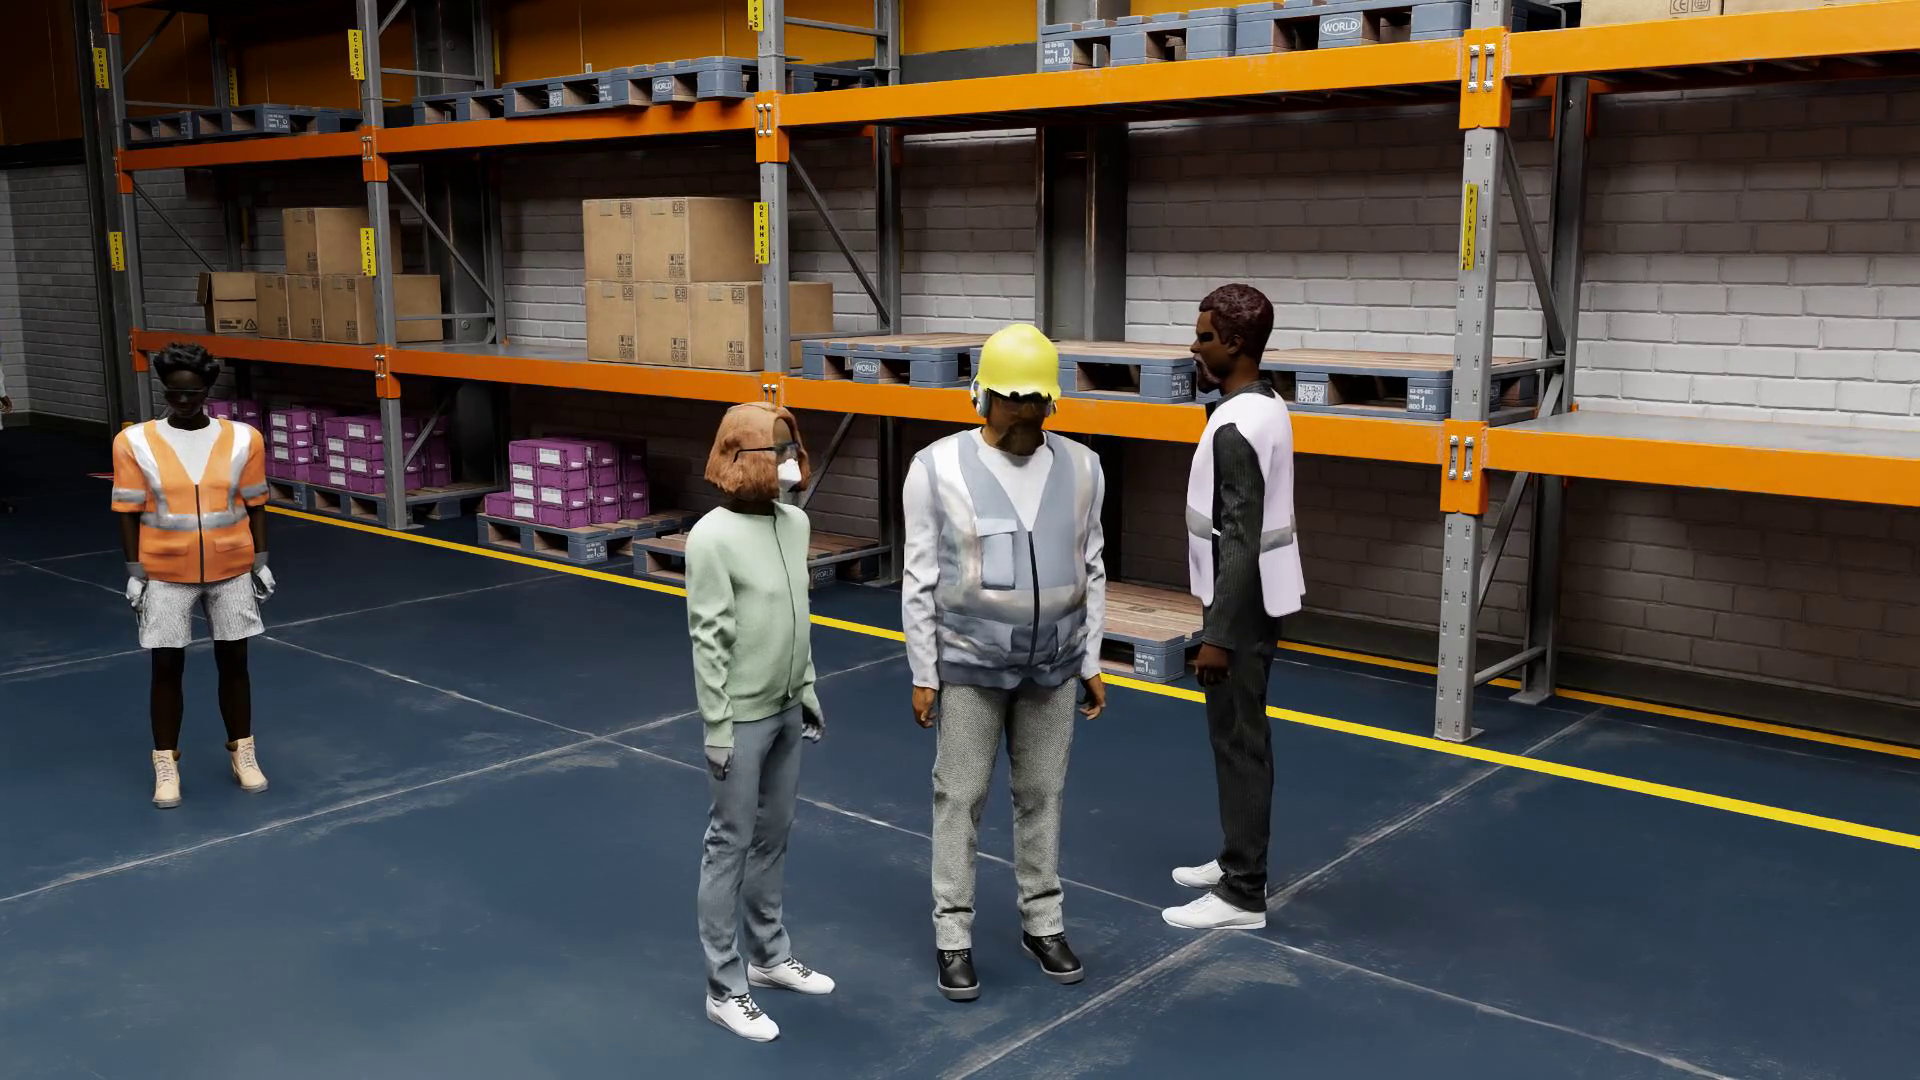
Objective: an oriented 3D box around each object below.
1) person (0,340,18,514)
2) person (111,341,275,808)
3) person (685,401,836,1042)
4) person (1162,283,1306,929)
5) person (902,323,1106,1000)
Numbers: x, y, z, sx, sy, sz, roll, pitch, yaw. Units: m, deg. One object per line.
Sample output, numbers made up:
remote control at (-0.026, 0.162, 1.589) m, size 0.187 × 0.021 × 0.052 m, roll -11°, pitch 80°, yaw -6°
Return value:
person at (-7.416, -1.127, 12.510) m, size 0.371 × 1.931 × 0.543 m, roll 5°, pitch 11°, yaw 27°
person at (-2.789, 0.120, 6.091) m, size 0.533 × 1.692 × 0.322 m, roll -6°, pitch 12°, yaw -32°
person at (-0.518, 0.455, 4.339) m, size 0.285 × 1.636 × 0.497 m, roll 5°, pitch 11°, yaw 25°
person at (0.828, 0.205, 4.962) m, size 0.392 × 1.919 × 0.591 m, roll 2°, pitch 10°, yaw 14°
person at (0.135, 0.328, 4.527) m, size 0.586 × 1.827 × 0.404 m, roll -3°, pitch 11°, yaw -19°
